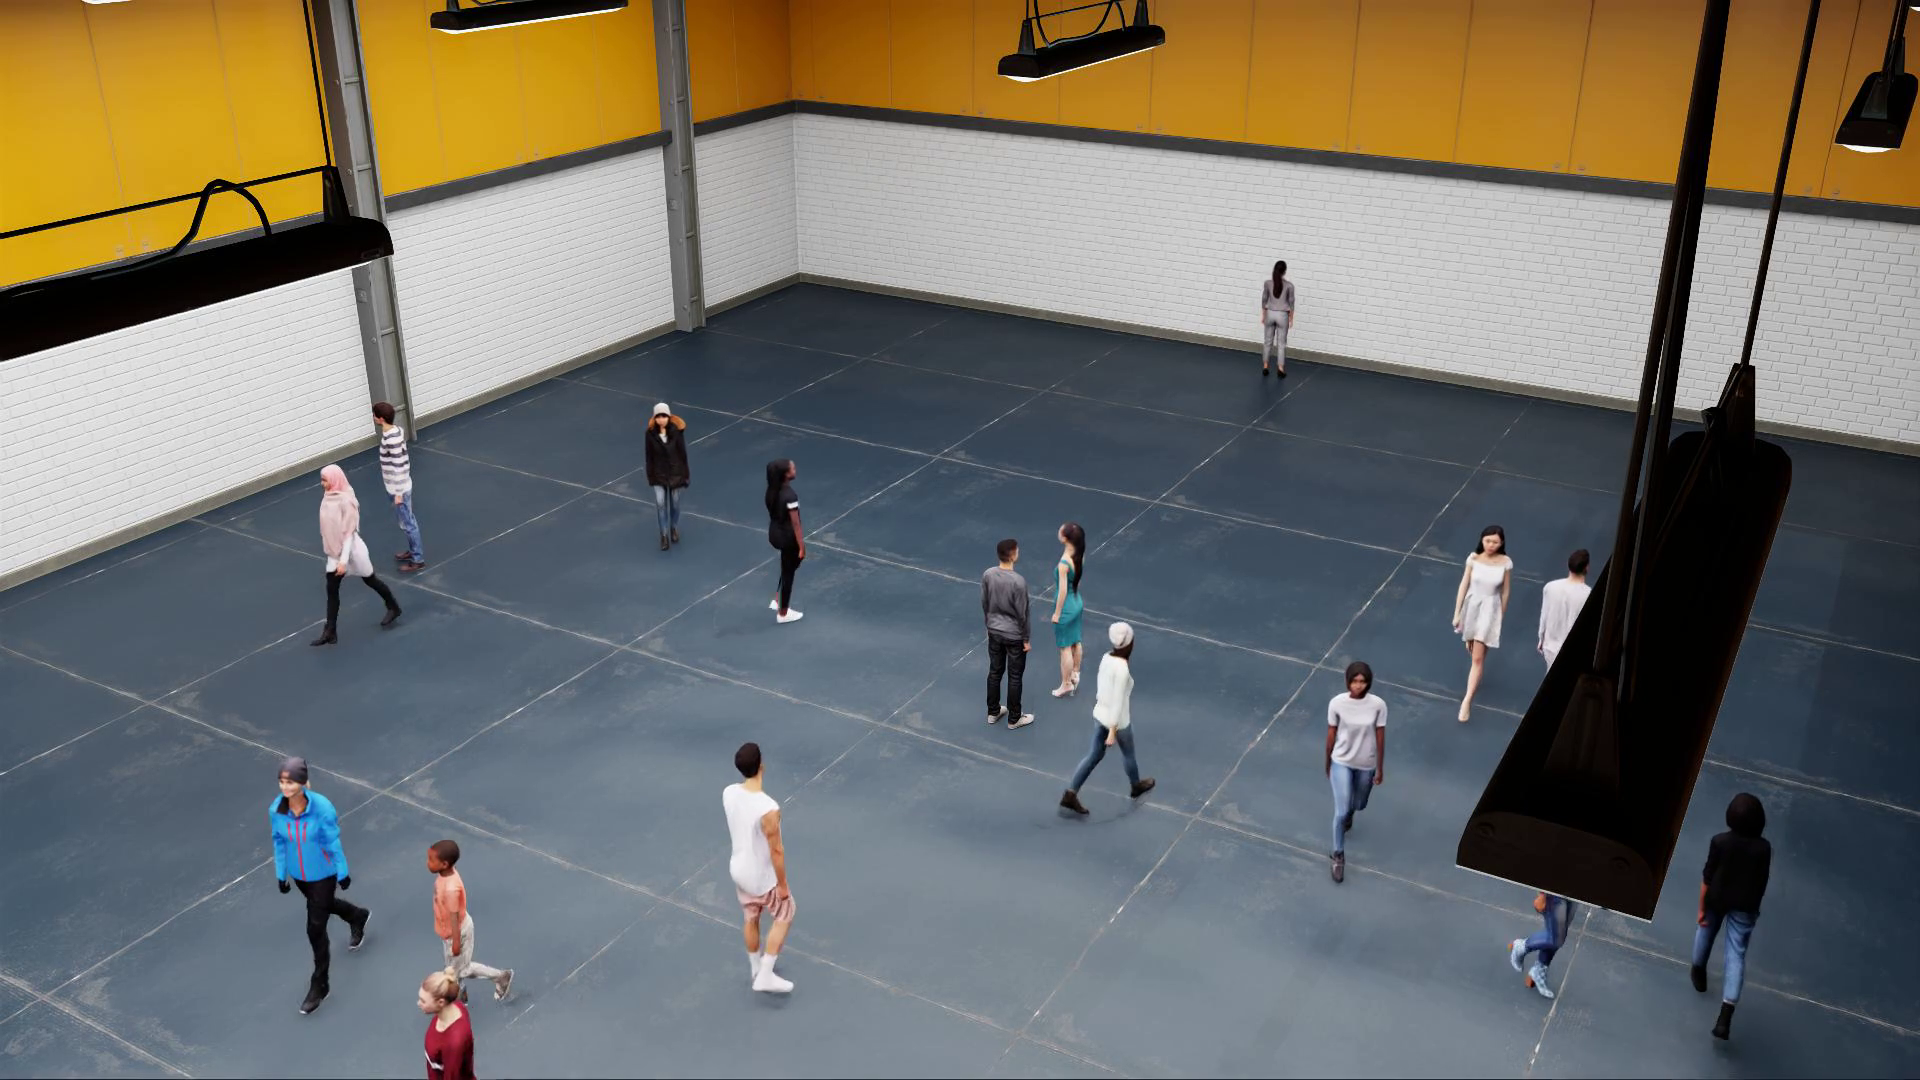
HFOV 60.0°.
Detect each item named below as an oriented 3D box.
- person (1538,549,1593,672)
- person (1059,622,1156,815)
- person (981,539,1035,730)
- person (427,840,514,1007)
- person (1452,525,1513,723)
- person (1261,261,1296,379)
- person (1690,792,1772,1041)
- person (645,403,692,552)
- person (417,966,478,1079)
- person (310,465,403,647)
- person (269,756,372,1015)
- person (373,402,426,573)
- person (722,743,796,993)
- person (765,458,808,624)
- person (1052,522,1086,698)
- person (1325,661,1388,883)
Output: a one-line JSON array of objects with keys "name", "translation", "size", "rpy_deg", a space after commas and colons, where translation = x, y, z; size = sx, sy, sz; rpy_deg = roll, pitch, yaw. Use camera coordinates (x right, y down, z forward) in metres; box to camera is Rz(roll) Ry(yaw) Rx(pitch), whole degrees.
[{"name": "person", "translation": [5.082, 0.943, 14.041], "size": [0.802, 1.829, 0.958], "rpy_deg": [21, 31, 39]}, {"name": "person", "translation": [1.136, 1.452, 13.170], "size": [1.173, 1.595, 1.057], "rpy_deg": [-6, 24, -14]}, {"name": "person", "translation": [0.408, 0.805, 14.441], "size": [0.632, 1.761, 0.547], "rpy_deg": [15, 28, 31]}, {"name": "person", "translation": [-3.278, 2.553, 11.017], "size": [0.832, 1.302, 0.729], "rpy_deg": [-10, 26, -22]}, {"name": "person", "translation": [4.623, 0.668, 14.800], "size": [0.703, 1.726, 1.234], "rpy_deg": [9, 25, 20]}, {"name": "person", "translation": [4.481, -3.123, 23.532], "size": [0.633, 1.677, 0.587], "rpy_deg": [11, 26, 23]}, {"name": "person", "translation": [5.014, 2.445, 10.809], "size": [0.632, 1.666, 1.133], "rpy_deg": [10, 26, 22]}, {"name": "person", "translation": [-3.187, -0.745, 18.166], "size": [0.873, 1.618, 0.939], "rpy_deg": [-6, 24, -13]}, {"name": "person", "translation": [-2.735, 3.092, 9.295], "size": [0.787, 1.693, 0.757], "rpy_deg": [-14, 27, -28]}, {"name": "person", "translation": [-5.791, 0.123, 16.019], "size": [0.736, 1.748, 1.246], "rpy_deg": [16, 28, 33]}, {"name": "person", "translation": [-4.301, 2.213, 11.222], "size": [0.843, 1.761, 1.228], "rpy_deg": [6, 24, 14]}, {"name": "person", "translation": [-5.892, -0.576, 17.489], "size": [0.754, 1.850, 0.712], "rpy_deg": [-8, 25, -17]}, {"name": "person", "translation": [-1.377, 2.236, 11.163], "size": [0.698, 1.764, 0.746], "rpy_deg": [-21, 31, -40]}, {"name": "person", "translation": [-1.783, 0.024, 16.279], "size": [0.775, 1.720, 0.748], "rpy_deg": [-16, 28, -32]}, {"name": "person", "translation": [0.977, 0.619, 14.953], "size": [0.607, 1.691, 0.405], "rpy_deg": [13, 27, 27]}, {"name": "person", "translation": [2.969, 1.672, 12.543], "size": [0.872, 1.693, 1.132], "rpy_deg": [2, 24, 5]}]
